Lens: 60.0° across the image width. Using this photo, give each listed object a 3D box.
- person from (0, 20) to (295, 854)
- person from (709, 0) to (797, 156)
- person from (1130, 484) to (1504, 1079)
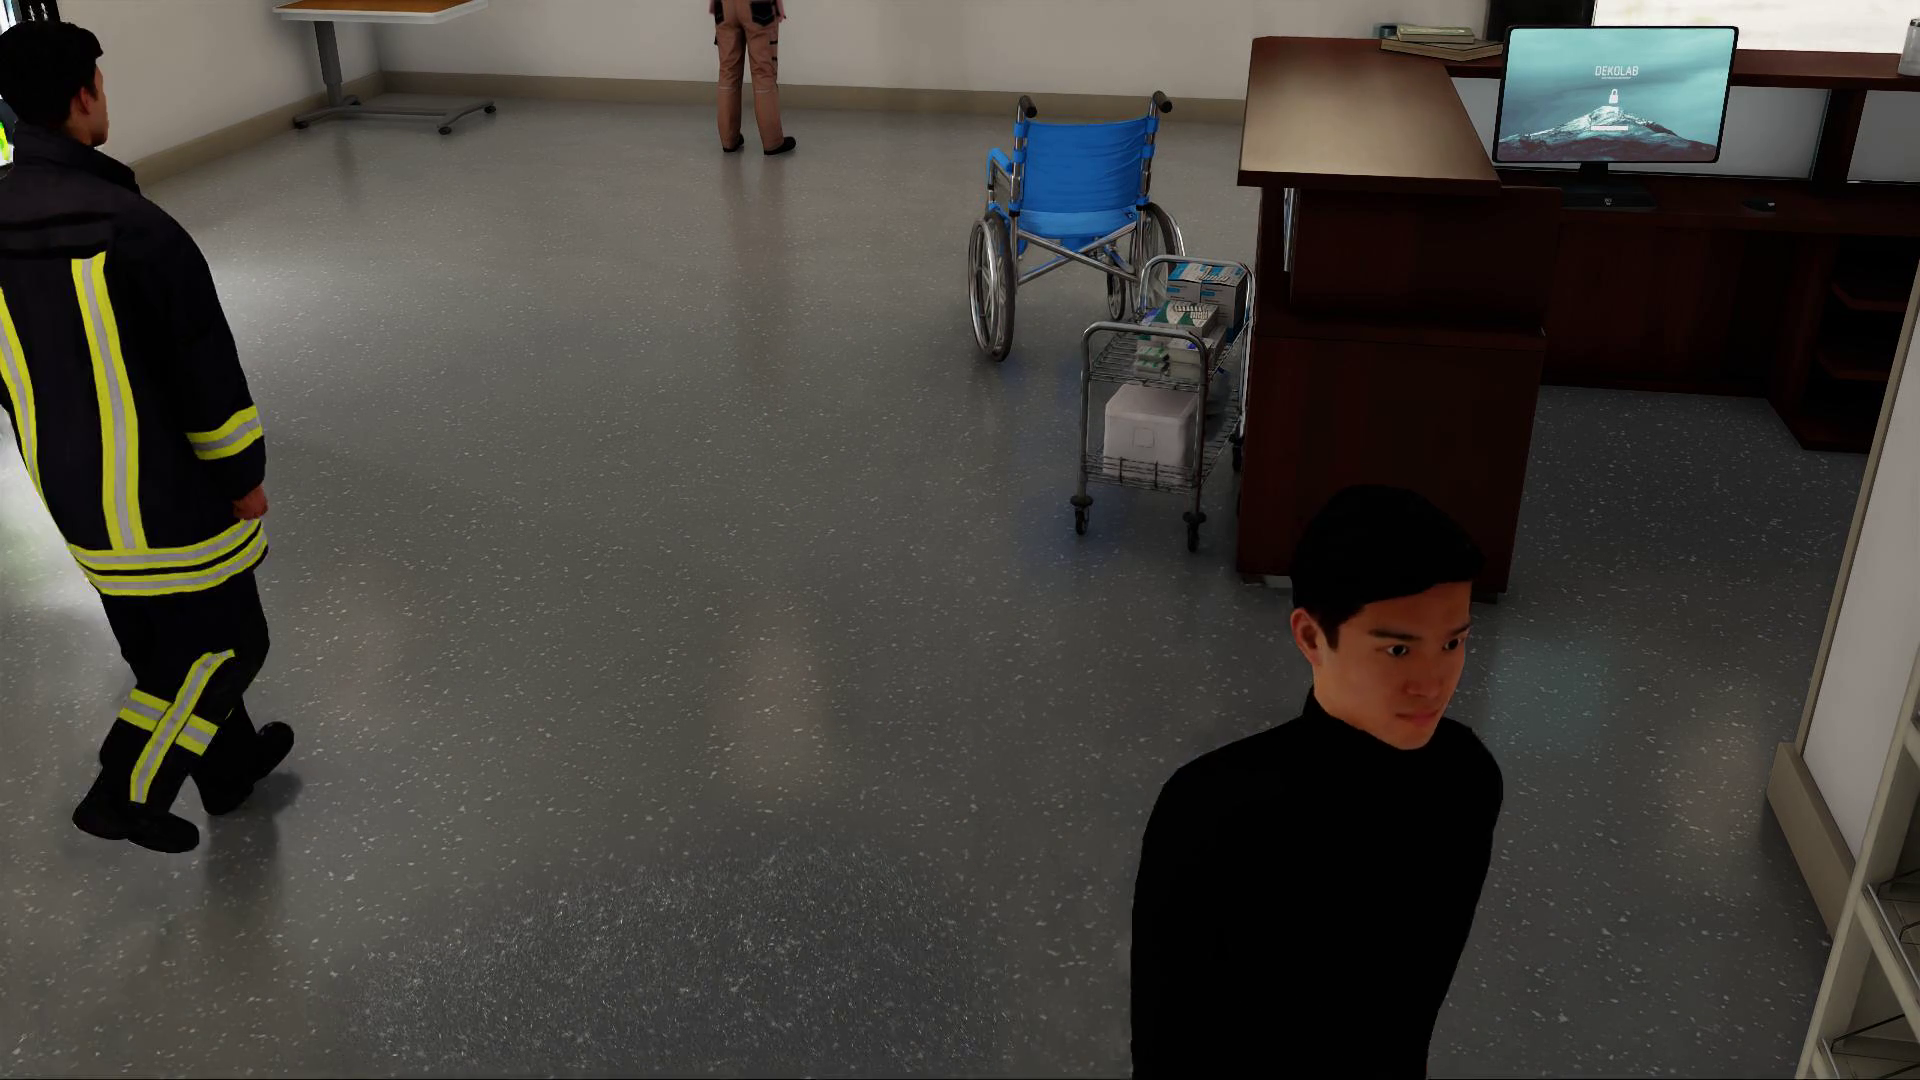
[{"bbox_3d":[-1.859,-0.136,3.654,0.885,1.914,1.021,9,27,18],"label":"person"},{"bbox_3d":[-1.366,-3.387,10.481,0.715,1.840,0.635,9,27,17],"label":"person"},{"bbox_3d":[0.390,0.705,2.152,0.916,1.705,1.103,-7,27,-15],"label":"person"}]
